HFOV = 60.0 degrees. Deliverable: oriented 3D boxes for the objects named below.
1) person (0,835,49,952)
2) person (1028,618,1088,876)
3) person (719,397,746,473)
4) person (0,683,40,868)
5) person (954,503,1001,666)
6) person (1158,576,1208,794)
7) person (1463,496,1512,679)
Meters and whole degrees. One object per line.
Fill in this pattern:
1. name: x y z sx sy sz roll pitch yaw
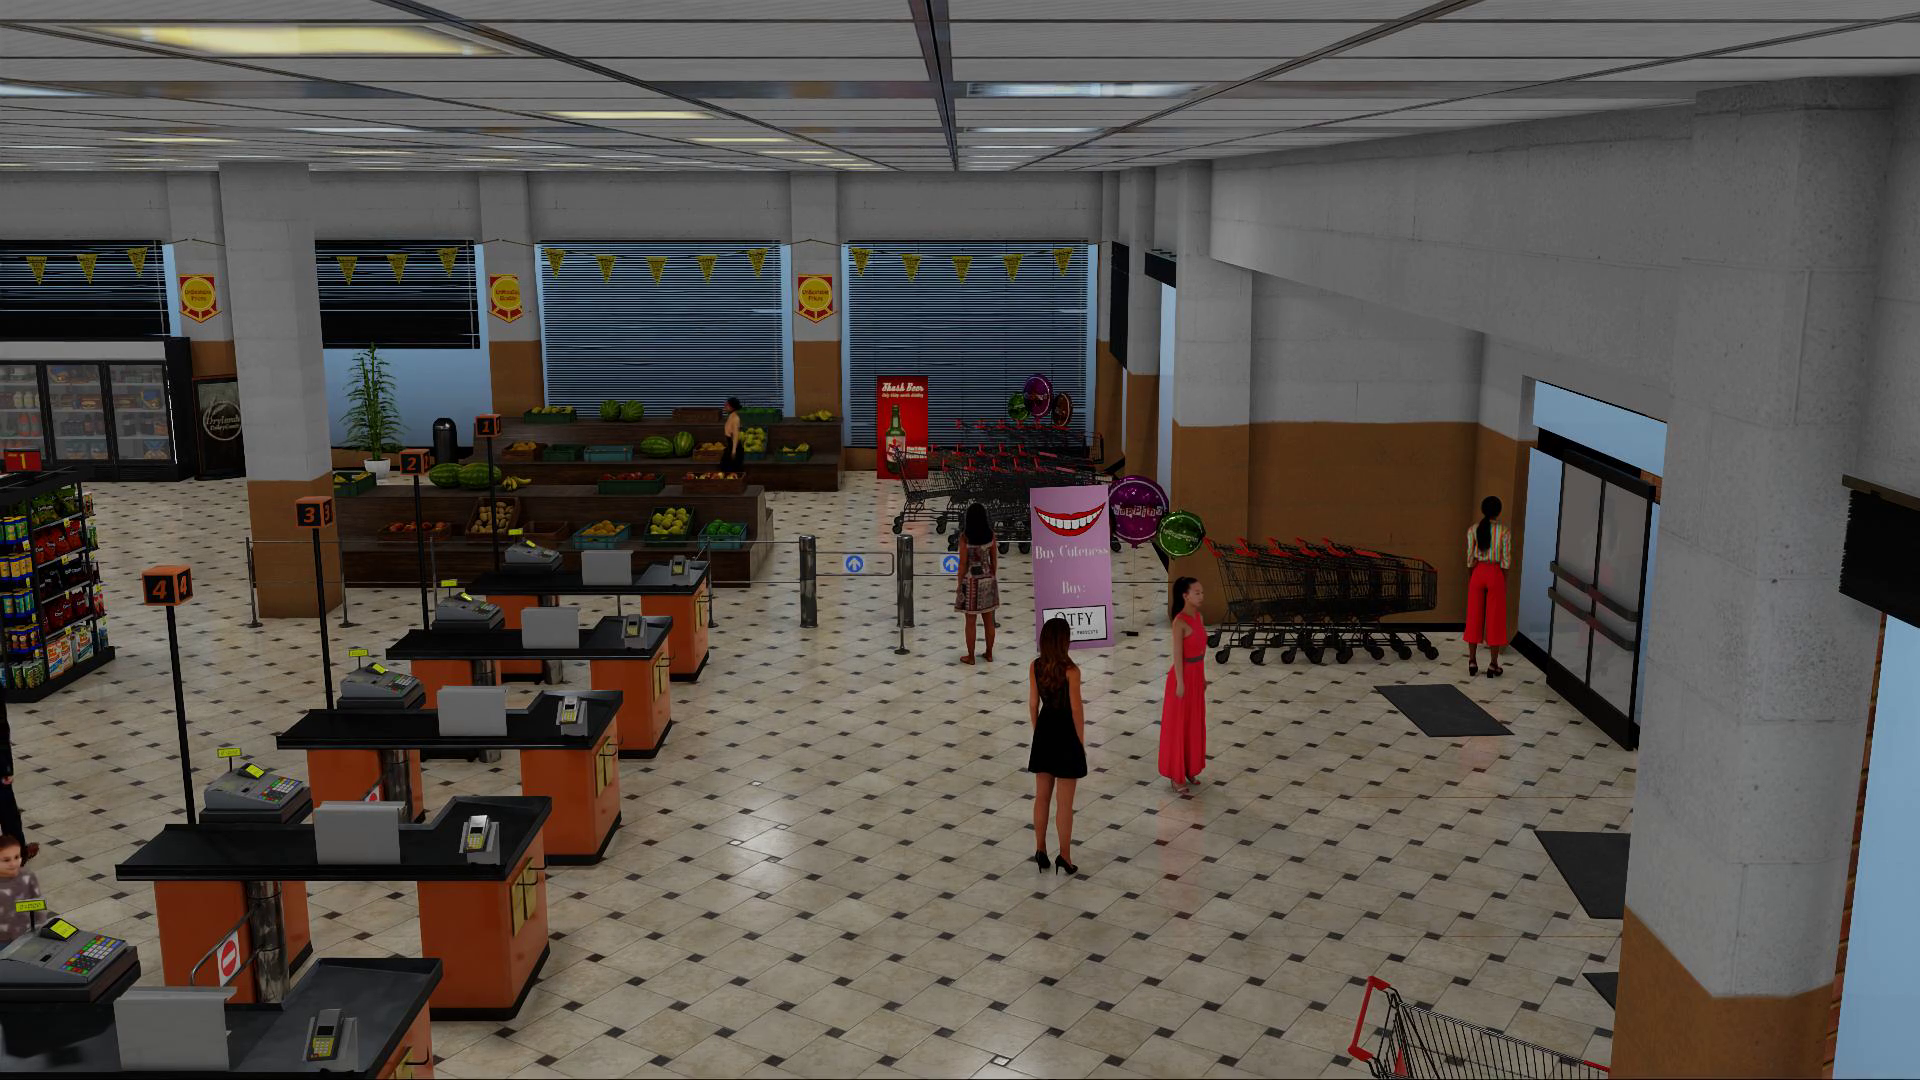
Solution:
1. person: -5.338 2.215 9.365 0.548 1.191 0.617 -10 16 -40
2. person: 0.664 1.431 11.525 0.630 1.835 0.726 8 14 32
3. person: -3.335 -1.338 25.138 0.706 1.644 0.693 -4 12 -18
4. person: -6.649 1.541 11.153 0.993 1.772 0.892 -3 12 -13
5. person: 0.175 0.429 16.742 0.637 1.645 0.784 -6 13 -26
6. person: 1.798 1.133 13.199 0.748 1.727 0.713 9 15 35
7. person: 5.160 0.451 16.283 0.648 1.792 0.749 8 14 33
